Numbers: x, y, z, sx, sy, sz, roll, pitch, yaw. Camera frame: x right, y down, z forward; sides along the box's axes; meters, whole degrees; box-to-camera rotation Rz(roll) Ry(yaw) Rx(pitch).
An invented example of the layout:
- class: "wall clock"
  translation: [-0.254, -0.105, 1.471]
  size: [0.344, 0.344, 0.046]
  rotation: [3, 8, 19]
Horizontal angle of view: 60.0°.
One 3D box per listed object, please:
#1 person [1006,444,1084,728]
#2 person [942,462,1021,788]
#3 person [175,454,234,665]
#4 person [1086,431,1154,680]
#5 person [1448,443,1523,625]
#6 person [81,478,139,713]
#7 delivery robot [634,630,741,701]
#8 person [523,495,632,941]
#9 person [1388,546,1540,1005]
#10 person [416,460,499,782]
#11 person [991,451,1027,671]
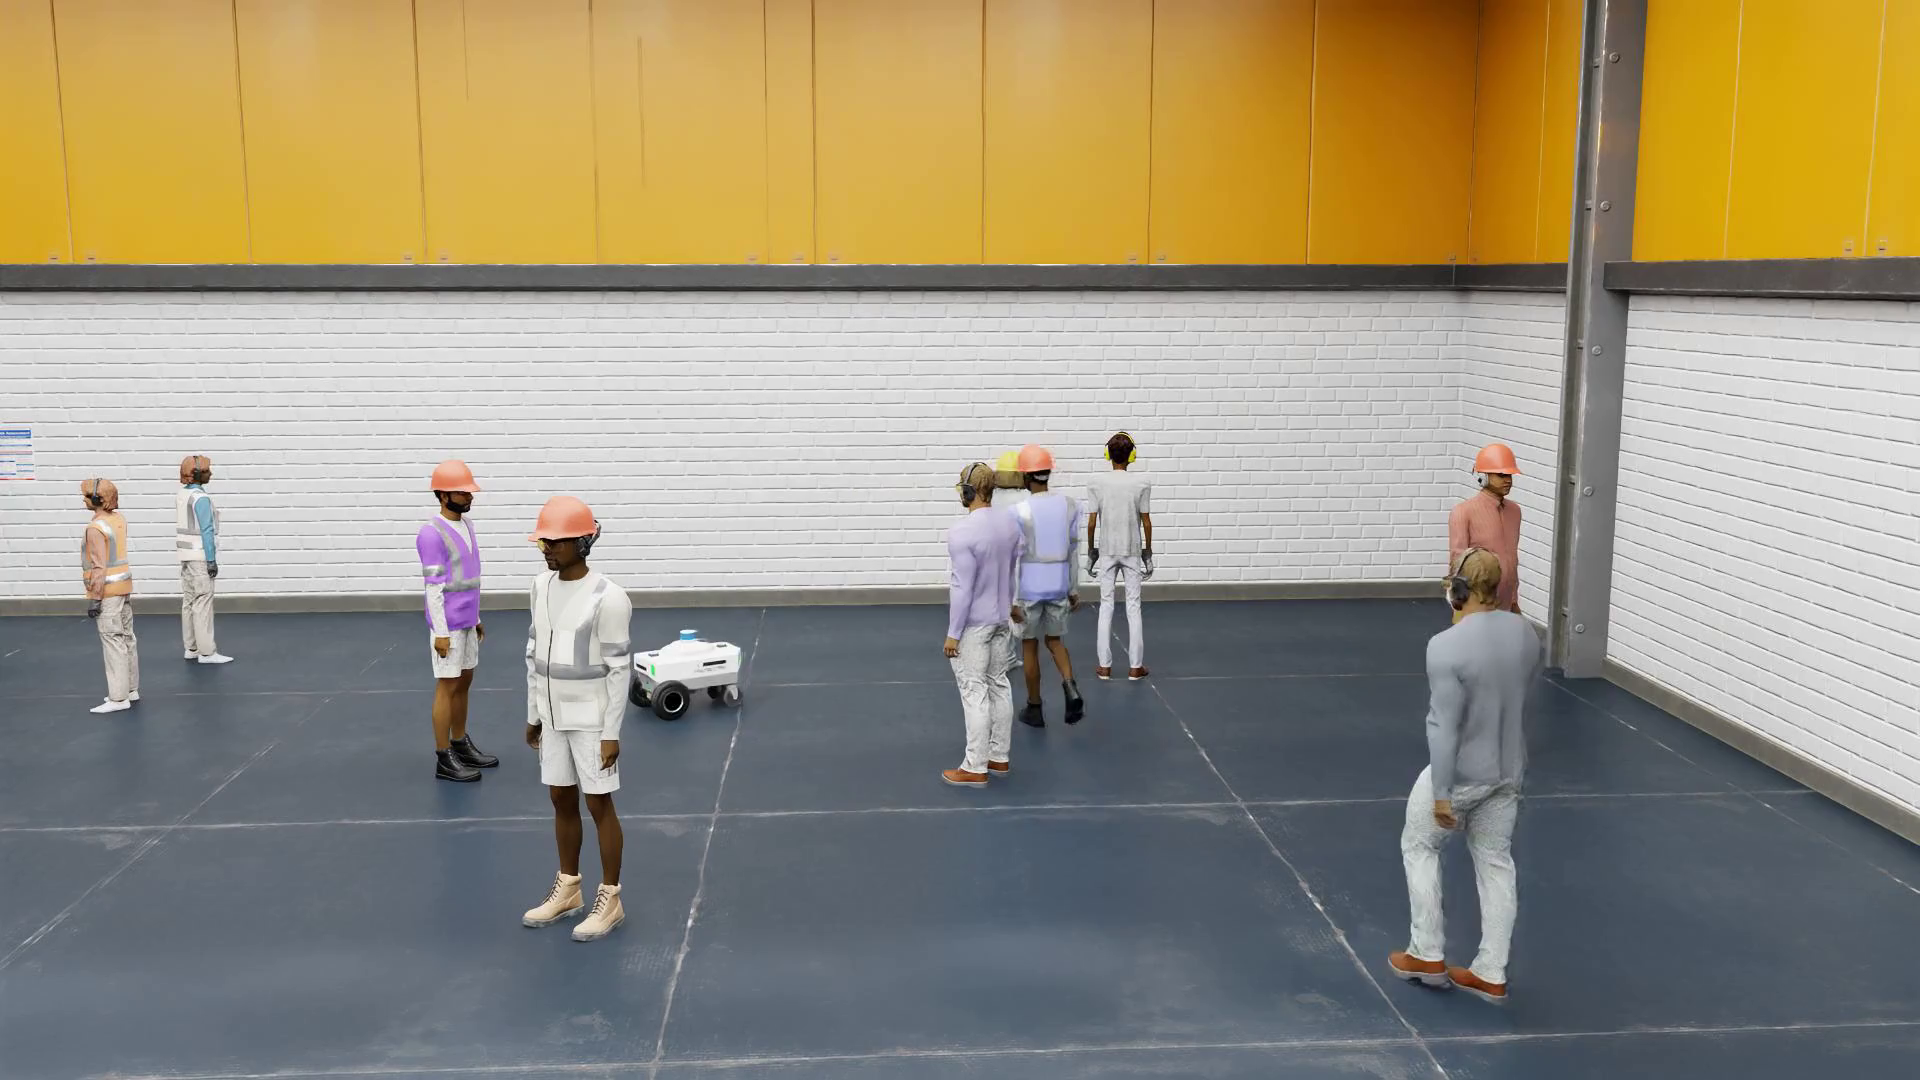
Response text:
- class: "person"
  translation: [0.568, 0.328, 11.026]
  size: [0.572, 1.922, 0.559]
  rotation: [-4, 10, -24]
- class: "person"
  translation: [0.114, 0.500, 9.896]
  size: [0.359, 1.938, 0.635]
  rotation: [6, 11, 33]
- class: "person"
  translation: [-5.948, 0.153, 13.009]
  size: [0.314, 1.639, 0.517]
  rotation: [-9, 12, -43]
- class: "person"
  translation: [1.201, 0.120, 12.492]
  size: [0.517, 1.874, 0.327]
  rotation: [2, 9, 12]
- class: "person"
  translation: [3.298, 0.389, 10.413]
  size: [0.611, 1.996, 0.379]
  rotation: [-6, 11, -33]
- class: "person"
  translation: [-5.925, 0.380, 11.586]
  size: [0.307, 1.641, 0.512]
  rotation: [-2, 9, -9]
- class: "delivery robot"
  translation: [-1.894, 0.871, 11.603]
  size: [0.707, 0.478, 0.477]
  rotation: [-6, 11, -34]
- class: "person"
  translation: [-1.773, 0.809, 7.629]
  size: [0.608, 2.044, 0.370]
  rotation: [6, 11, 33]
- class: "person"
  translation: [2.109, 0.967, 7.026]
  size: [0.634, 1.913, 0.672]
  rotation: [-5, 10, -27]
- class: "person"
  translation: [-3.025, 0.479, 10.034]
  size: [0.358, 1.938, 0.548]
  rotation: [1, 9, 6]
- class: "person"
  translation: [0.314, 0.192, 12.545]
  size: [0.486, 1.720, 0.664]
  rotation: [6, 11, 34]
